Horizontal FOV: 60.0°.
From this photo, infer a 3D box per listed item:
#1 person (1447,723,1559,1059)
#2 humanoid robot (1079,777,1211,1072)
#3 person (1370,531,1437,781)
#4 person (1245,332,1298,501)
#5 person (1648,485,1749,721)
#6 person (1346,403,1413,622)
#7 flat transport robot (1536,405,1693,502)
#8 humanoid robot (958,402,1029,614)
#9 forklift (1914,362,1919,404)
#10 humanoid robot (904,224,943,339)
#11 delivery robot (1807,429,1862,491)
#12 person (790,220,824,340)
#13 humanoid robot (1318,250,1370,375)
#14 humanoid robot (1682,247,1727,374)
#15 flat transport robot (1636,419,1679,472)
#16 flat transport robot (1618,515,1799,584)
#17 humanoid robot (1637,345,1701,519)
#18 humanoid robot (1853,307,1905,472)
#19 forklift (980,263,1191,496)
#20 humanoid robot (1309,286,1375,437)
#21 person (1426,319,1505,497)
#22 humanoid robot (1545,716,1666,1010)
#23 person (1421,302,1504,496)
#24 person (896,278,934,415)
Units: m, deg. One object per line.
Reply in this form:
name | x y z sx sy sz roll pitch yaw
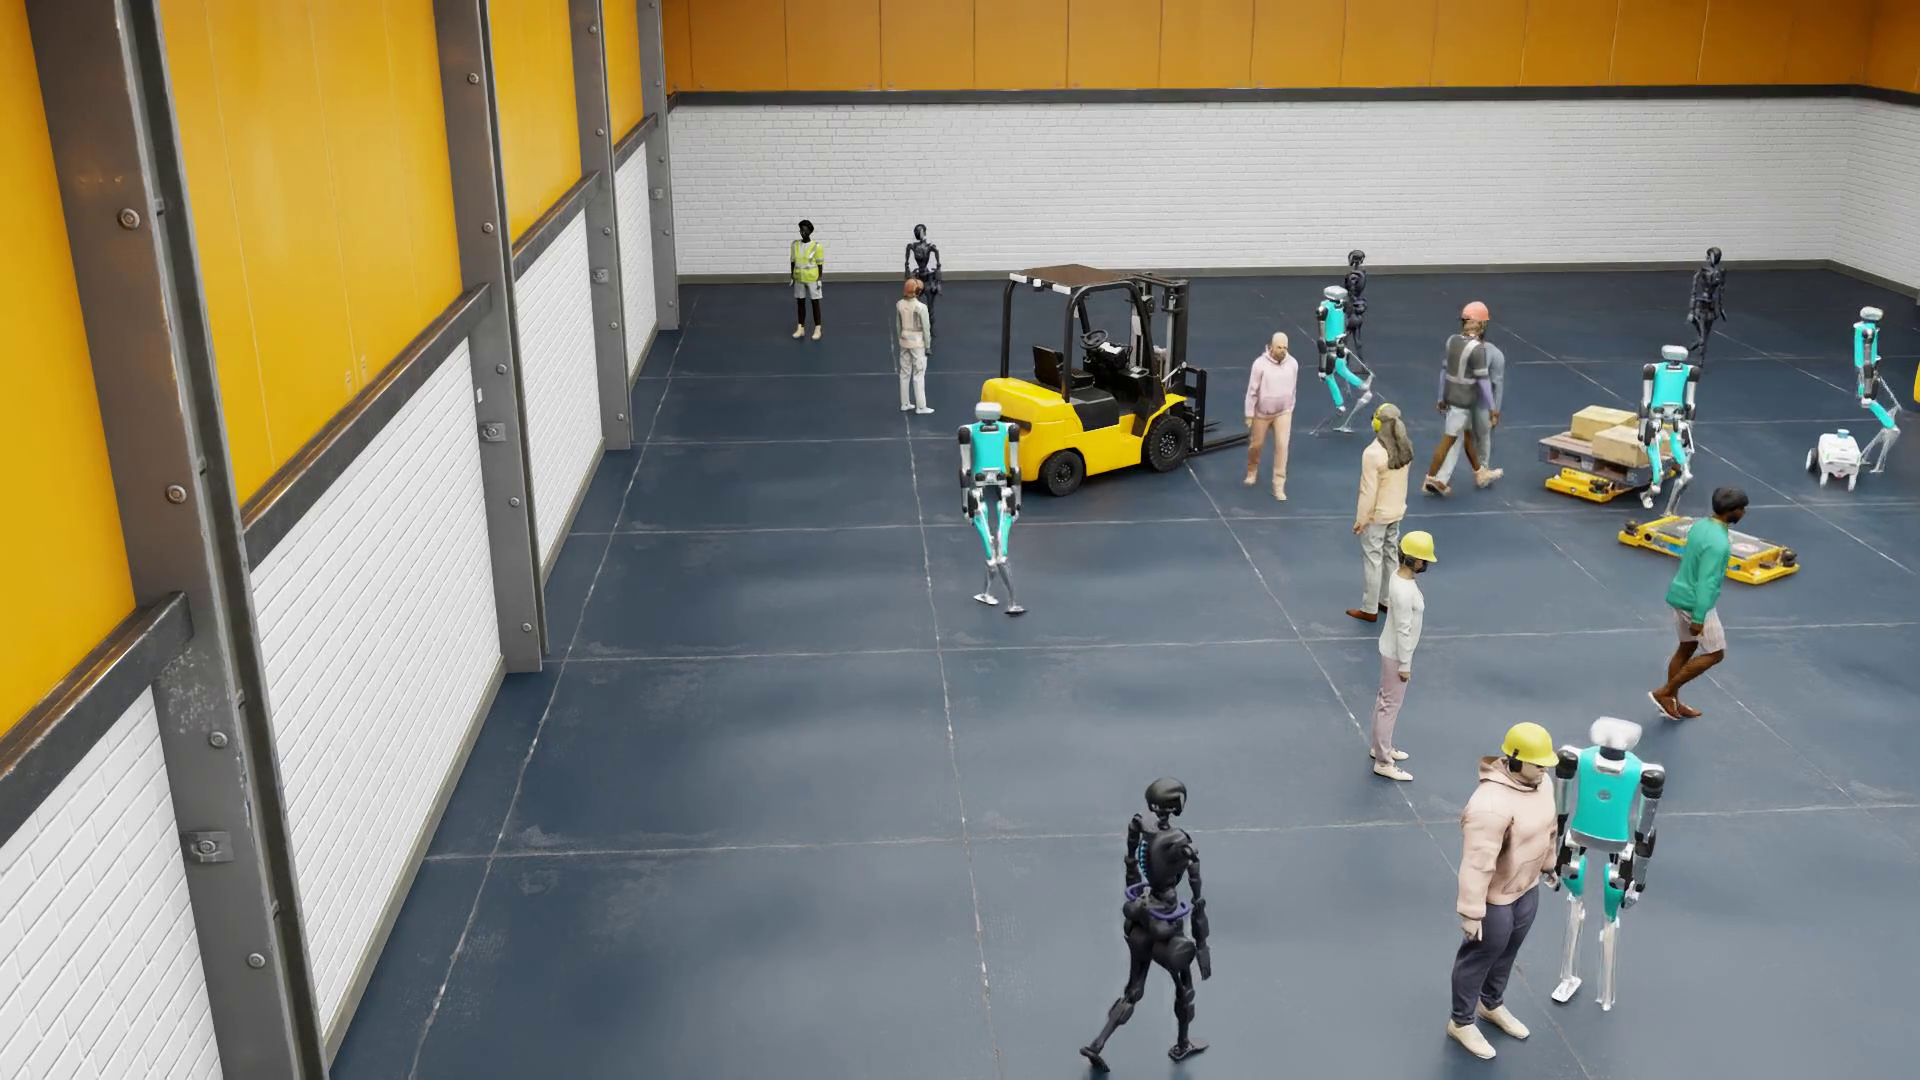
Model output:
person | 2.775 1.761 8.530 0.788 1.859 0.432 -17 26 -39
humanoid robot | 0.955 1.939 8.345 0.693 1.647 0.603 -13 24 -32
person | 3.023 0.772 11.363 0.323 1.760 0.522 4 21 10
person | 3.176 -1.332 17.130 0.546 1.740 0.781 -2 20 -5
person | 5.356 0.472 12.074 0.448 1.827 0.517 1 20 4
person | 3.527 -0.223 13.908 0.553 1.876 0.394 -15 25 -35
flat transport robot | 6.864 -0.697 17.526 1.431 0.231 0.659 -15 25 -36
humanoid robot | 0.292 -0.216 14.081 0.588 1.773 0.880 -1 20 -3
forklift | 12.602 -2.435 19.475 2.313 2.155 1.214 -1 20 -4
humanoid robot | -0.512 -3.634 23.497 0.609 1.644 0.465 9 22 22
delivery robot | 9.291 -0.877 17.592 0.499 0.589 0.784 8 21 20
person | -2.178 -3.701 23.632 0.534 1.699 0.318 8 22 20
humanoid robot | 5.077 -2.970 21.698 0.656 1.635 0.589 7 21 18
humanoid robot | 9.813 -3.071 21.997 0.612 1.646 0.693 -8 21 -20
flat transport robot | 7.708 -1.054 18.499 0.659 0.231 1.431 8 22 20
flat transport robot | 6.943 0.065 15.450 0.659 0.231 1.431 -13 24 -31
humanoid robot | 6.889 -0.965 16.117 0.538 1.720 0.999 2 20 5
humanoid robot | 9.919 -1.594 17.862 0.800 1.796 0.530 7 21 18
forklift | 1.315 -1.764 17.646 2.313 2.155 1.214 -14 24 -33
humanoid robot | 4.362 -1.954 18.849 0.834 1.802 0.553 18 27 40
person | 5.237 -1.372 17.044 0.669 1.860 1.109 15 25 35
humanoid robot | 3.411 1.718 8.882 0.538 1.838 0.683 10 22 26
person | 5.234 -1.432 17.024 0.997 1.988 0.630 -3 20 -7
person | -0.554 -2.319 19.956 0.511 1.637 0.305 17 26 38
